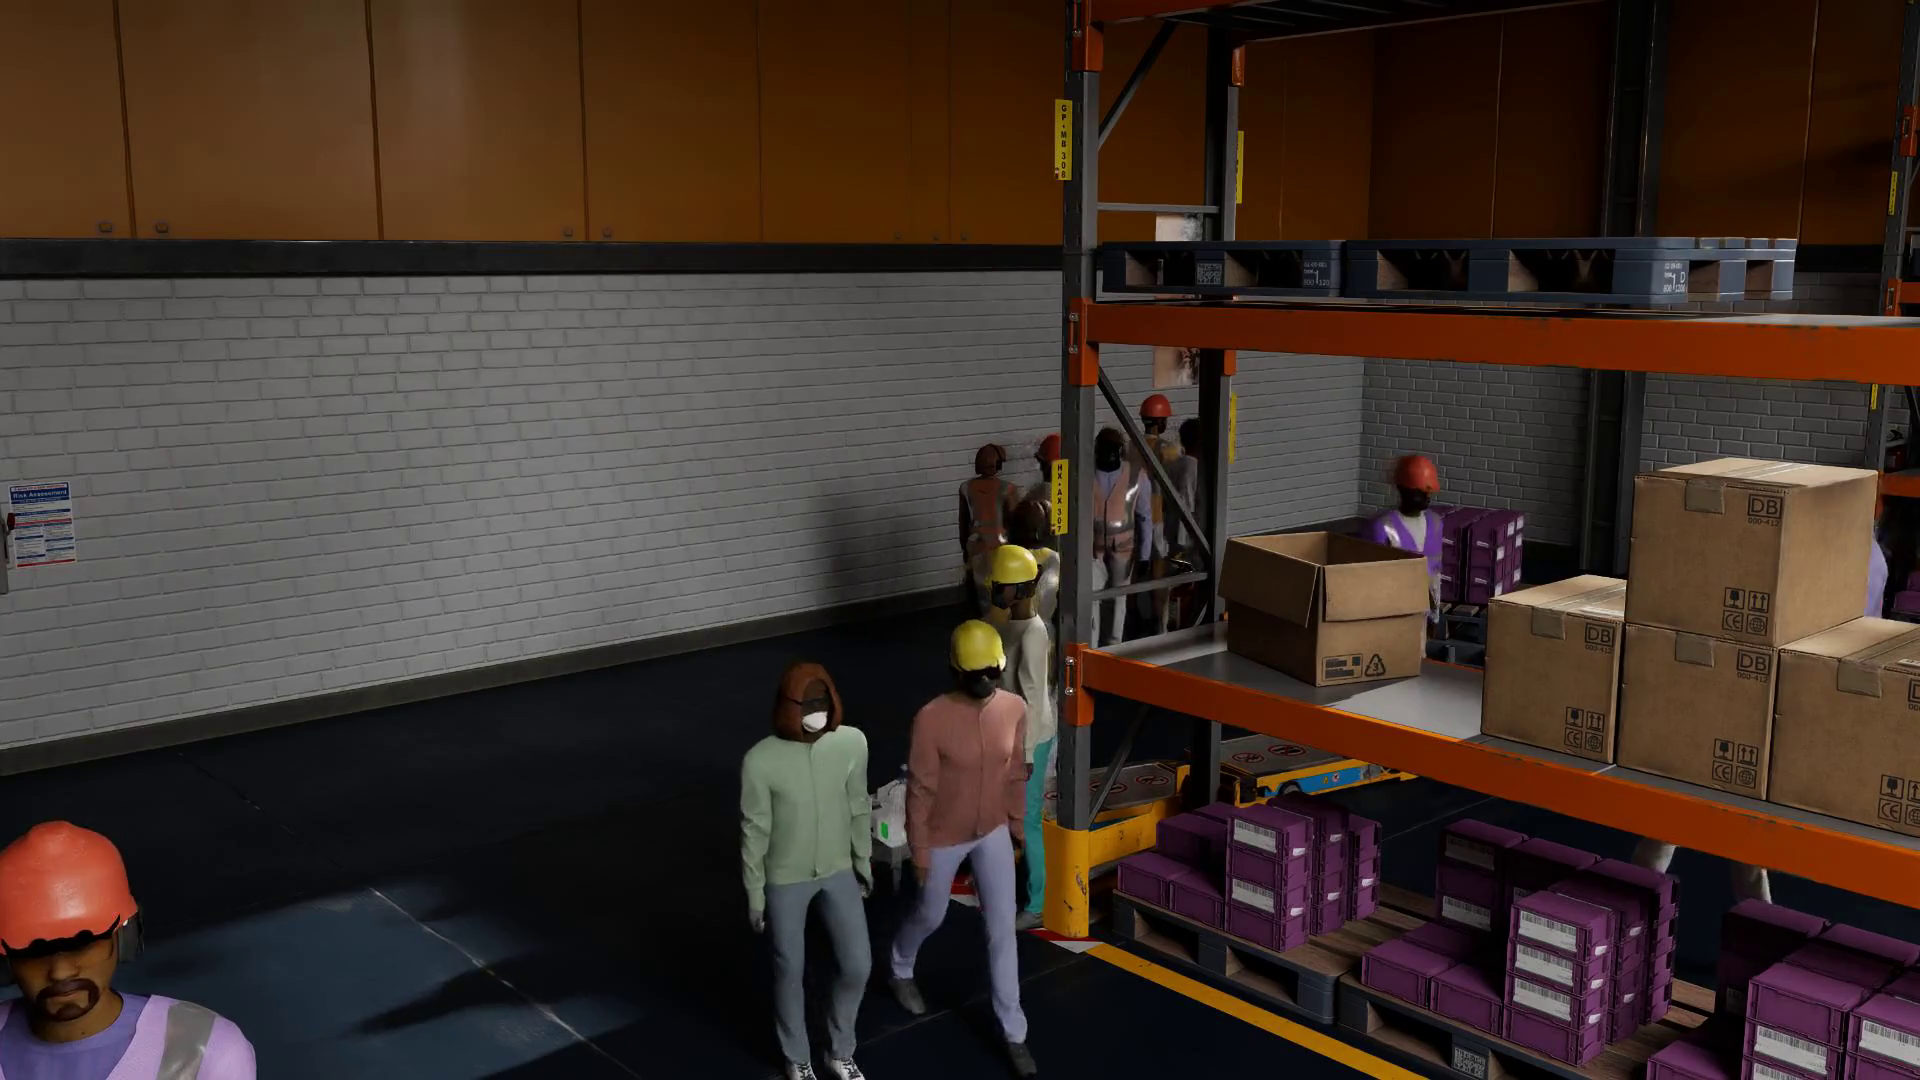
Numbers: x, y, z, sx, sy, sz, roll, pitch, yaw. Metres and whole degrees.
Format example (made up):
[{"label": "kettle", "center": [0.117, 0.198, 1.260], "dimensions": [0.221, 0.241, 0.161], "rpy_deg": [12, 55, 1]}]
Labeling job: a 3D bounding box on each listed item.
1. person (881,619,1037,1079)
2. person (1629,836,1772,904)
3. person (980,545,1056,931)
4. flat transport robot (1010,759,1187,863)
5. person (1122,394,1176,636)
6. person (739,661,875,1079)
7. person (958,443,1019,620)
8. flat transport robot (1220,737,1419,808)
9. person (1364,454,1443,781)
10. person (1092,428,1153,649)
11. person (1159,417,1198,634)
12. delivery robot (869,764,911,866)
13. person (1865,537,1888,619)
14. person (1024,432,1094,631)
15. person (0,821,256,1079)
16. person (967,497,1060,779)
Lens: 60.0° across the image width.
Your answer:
[{"label": "person", "center": [0.000, 1.102, 6.374], "dimensions": [0.561, 1.714, 0.905], "rpy_deg": [-5, 11, -28]}, {"label": "person", "center": [3.109, 0.968, 6.789], "dimensions": [0.706, 1.859, 0.500], "rpy_deg": [-3, 10, -17]}, {"label": "person", "center": [0.258, 0.888, 7.524], "dimensions": [0.339, 1.760, 0.529], "rpy_deg": [-1, 10, -5]}, {"label": "flat transport robot", "center": [0.711, 1.411, 8.789], "dimensions": [1.431, 0.197, 0.652], "rpy_deg": [-5, 11, -26]}, {"label": "person", "center": [1.539, -0.203, 13.367], "dimensions": [0.379, 1.938, 0.546], "rpy_deg": [-8, 13, -41]}, {"label": "person", "center": [-0.518, 1.228, 5.902], "dimensions": [0.532, 1.616, 0.482], "rpy_deg": [-5, 11, -27]}, {"label": "person", "center": [0.227, 0.099, 12.469], "dimensions": [0.514, 1.642, 0.310], "rpy_deg": [5, 11, 28]}, {"label": "flat transport robot", "center": [1.930, 1.283, 9.542], "dimensions": [1.431, 0.197, 0.652], "rpy_deg": [-6, 11, -30]}, {"label": "person", "center": [2.572, 0.412, 9.881], "dimensions": [0.568, 1.909, 0.850], "rpy_deg": [-5, 11, -28]}, {"label": "person", "center": [1.058, 0.102, 11.980], "dimensions": [0.652, 1.796, 0.921], "rpy_deg": [1, 10, 6]}, {"label": "person", "center": [1.746, 0.014, 12.375], "dimensions": [0.717, 1.841, 0.550], "rpy_deg": [-7, 12, -35]}, {"label": "delivery robot", "center": [-0.241, 1.337, 8.121], "dimensions": [0.477, 0.478, 0.707], "rpy_deg": [9, 13, 42]}, {"label": "person", "center": [4.458, 0.625, 8.638], "dimensions": [0.979, 1.890, 0.645], "rpy_deg": [0, 10, 0]}, {"label": "person", "center": [0.583, 0.338, 10.073], "dimensions": [0.437, 1.978, 0.634], "rpy_deg": [-2, 10, -12]}, {"label": "person", "center": [-1.588, 1.503, 3.064], "dimensions": [0.613, 2.047, 0.363], "rpy_deg": [-1, 10, -3]}, {"label": "person", "center": [0.310, 0.675, 8.697], "dimensions": [0.634, 1.802, 0.927], "rpy_deg": [4, 10, 21]}]
